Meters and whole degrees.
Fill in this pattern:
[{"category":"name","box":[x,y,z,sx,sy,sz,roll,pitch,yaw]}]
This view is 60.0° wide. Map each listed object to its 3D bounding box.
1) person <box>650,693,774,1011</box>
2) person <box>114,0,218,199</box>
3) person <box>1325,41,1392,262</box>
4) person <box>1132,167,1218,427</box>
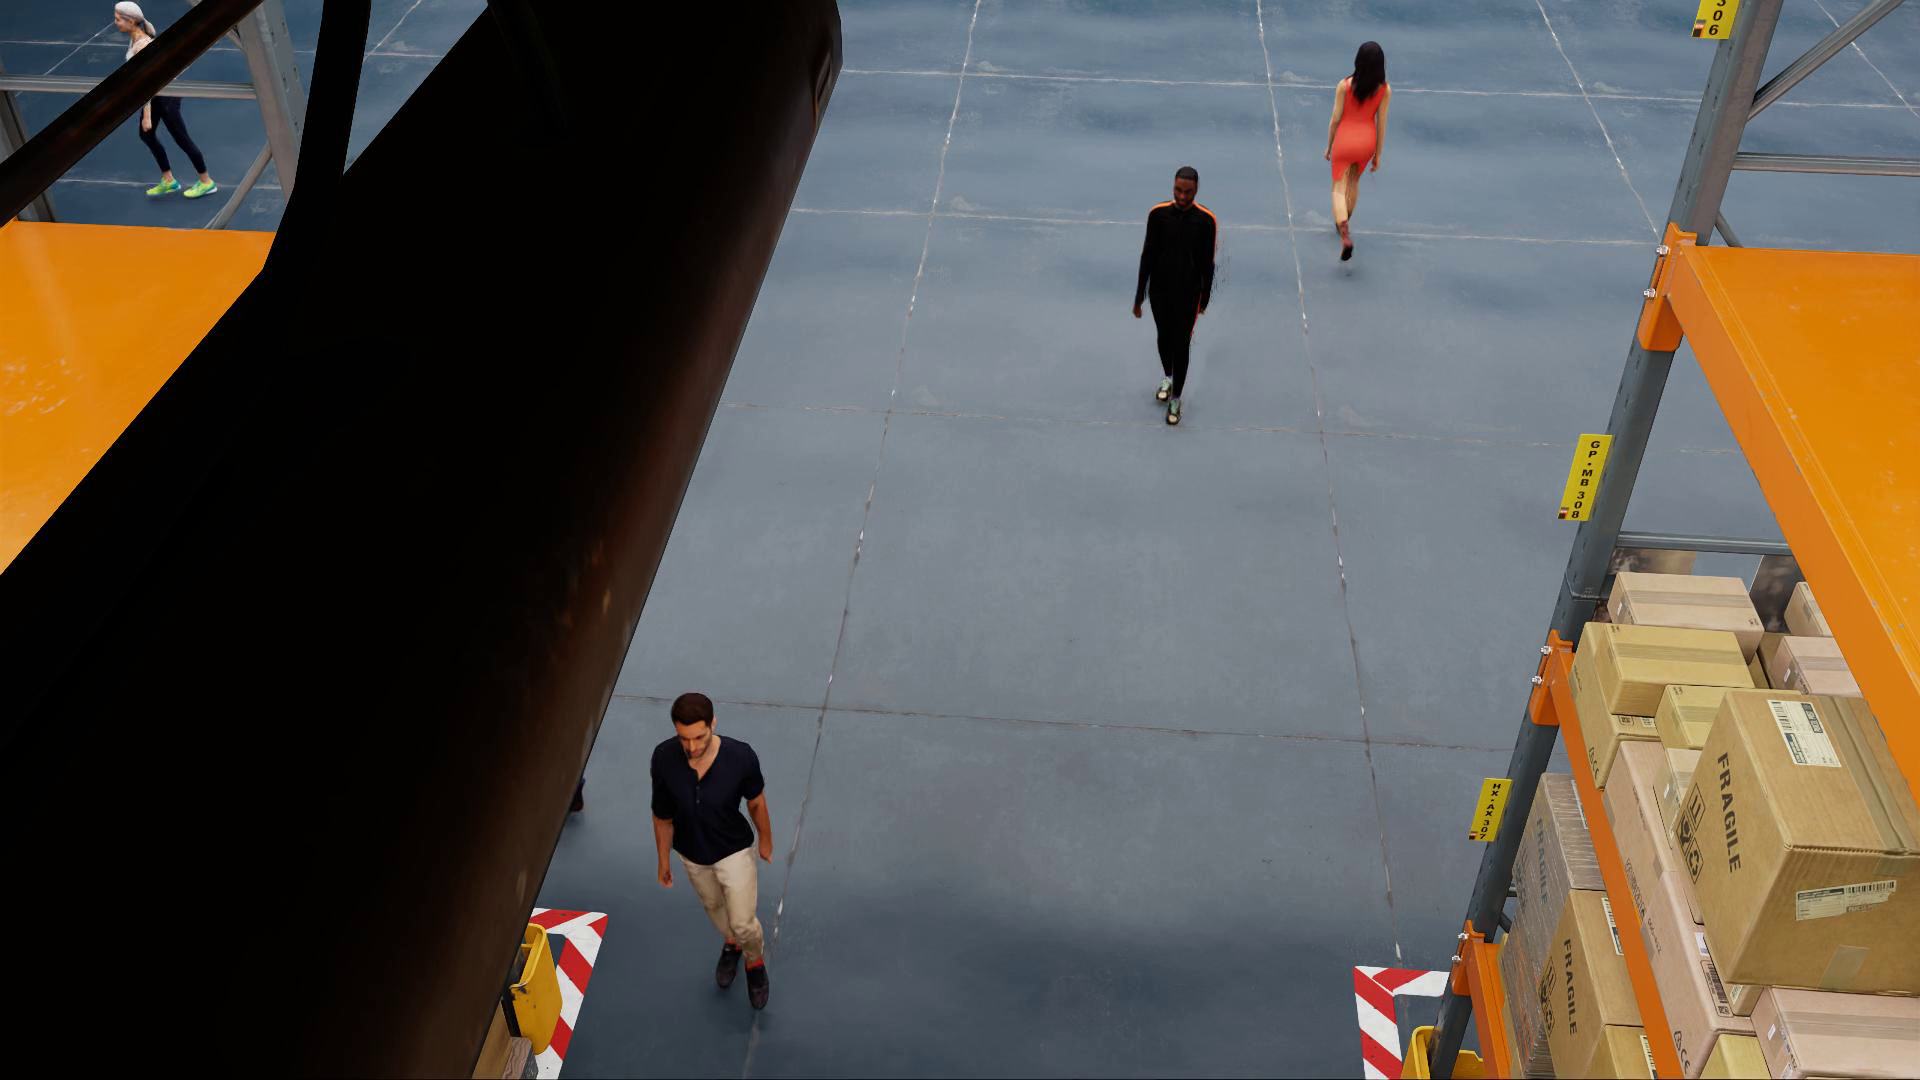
[{"category":"person","box":[-1.074,1.282,7.369,0.630,1.835,0.628,5,38,6]},{"category":"person","box":[-6.519,-3.636,13.778,0.882,1.684,0.842,-21,43,-25]},{"category":"person","box":[3.077,-3.007,12.969,0.631,1.691,1.089,0,38,0]},{"category":"person","box":[1.484,-1.738,11.268,0.756,1.787,0.898,14,40,17]}]
